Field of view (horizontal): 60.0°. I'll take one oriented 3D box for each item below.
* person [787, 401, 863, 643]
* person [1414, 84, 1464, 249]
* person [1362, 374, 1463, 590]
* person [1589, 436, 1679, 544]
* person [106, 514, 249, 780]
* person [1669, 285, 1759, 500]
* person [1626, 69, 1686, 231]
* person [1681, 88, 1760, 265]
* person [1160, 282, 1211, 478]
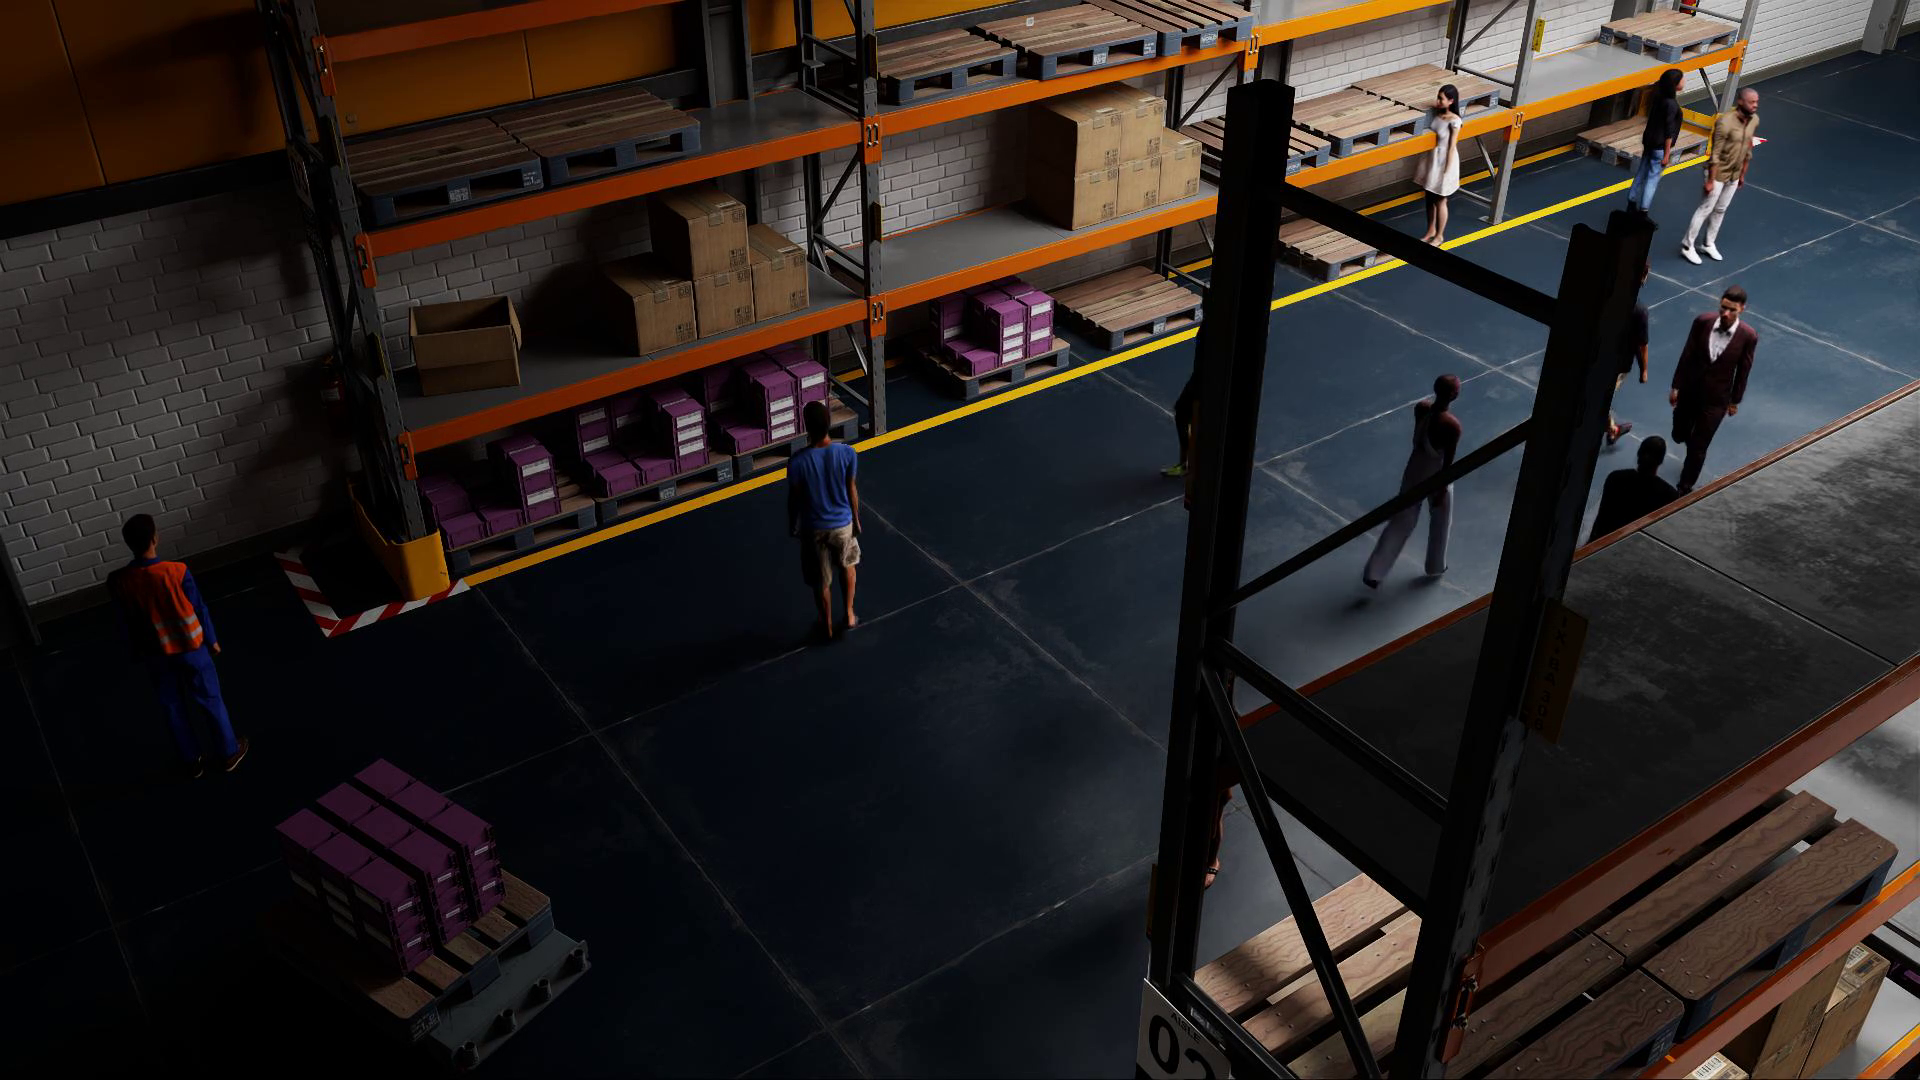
[{"bbox_3d":[-0.894,-0.067,11.386,0.702,1.858,0.812,-8,34,-11],"label":"person"},{"bbox_3d":[4.933,-3.823,17.119,0.738,1.766,0.722,-9,35,-13],"label":"person"},{"bbox_3d":[3.279,-0.381,11.955,1.065,1.752,0.613,-24,40,-31],"label":"person"},{"bbox_3d":[4.456,0.140,11.207,0.902,1.712,1.254,23,40,31],"label":"person"},{"bbox_3d":[-4.859,0.667,10.282,0.694,1.857,0.835,-7,34,-10],"label":"person"},{"bbox_3d":[5.873,-1.179,13.080,0.858,1.835,1.200,24,41,32],"label":"person"},{"bbox_3d":[7.407,-4.170,17.700,0.669,1.701,0.656,-5,34,-7],"label":"person"},{"bbox_3d":[7.751,-3.717,16.915,0.594,1.816,0.819,-13,36,-19],"label":"person"},{"bbox_3d":[2.048,-1.241,13.182,0.790,1.825,0.762,-10,35,-15],"label":"person"}]
